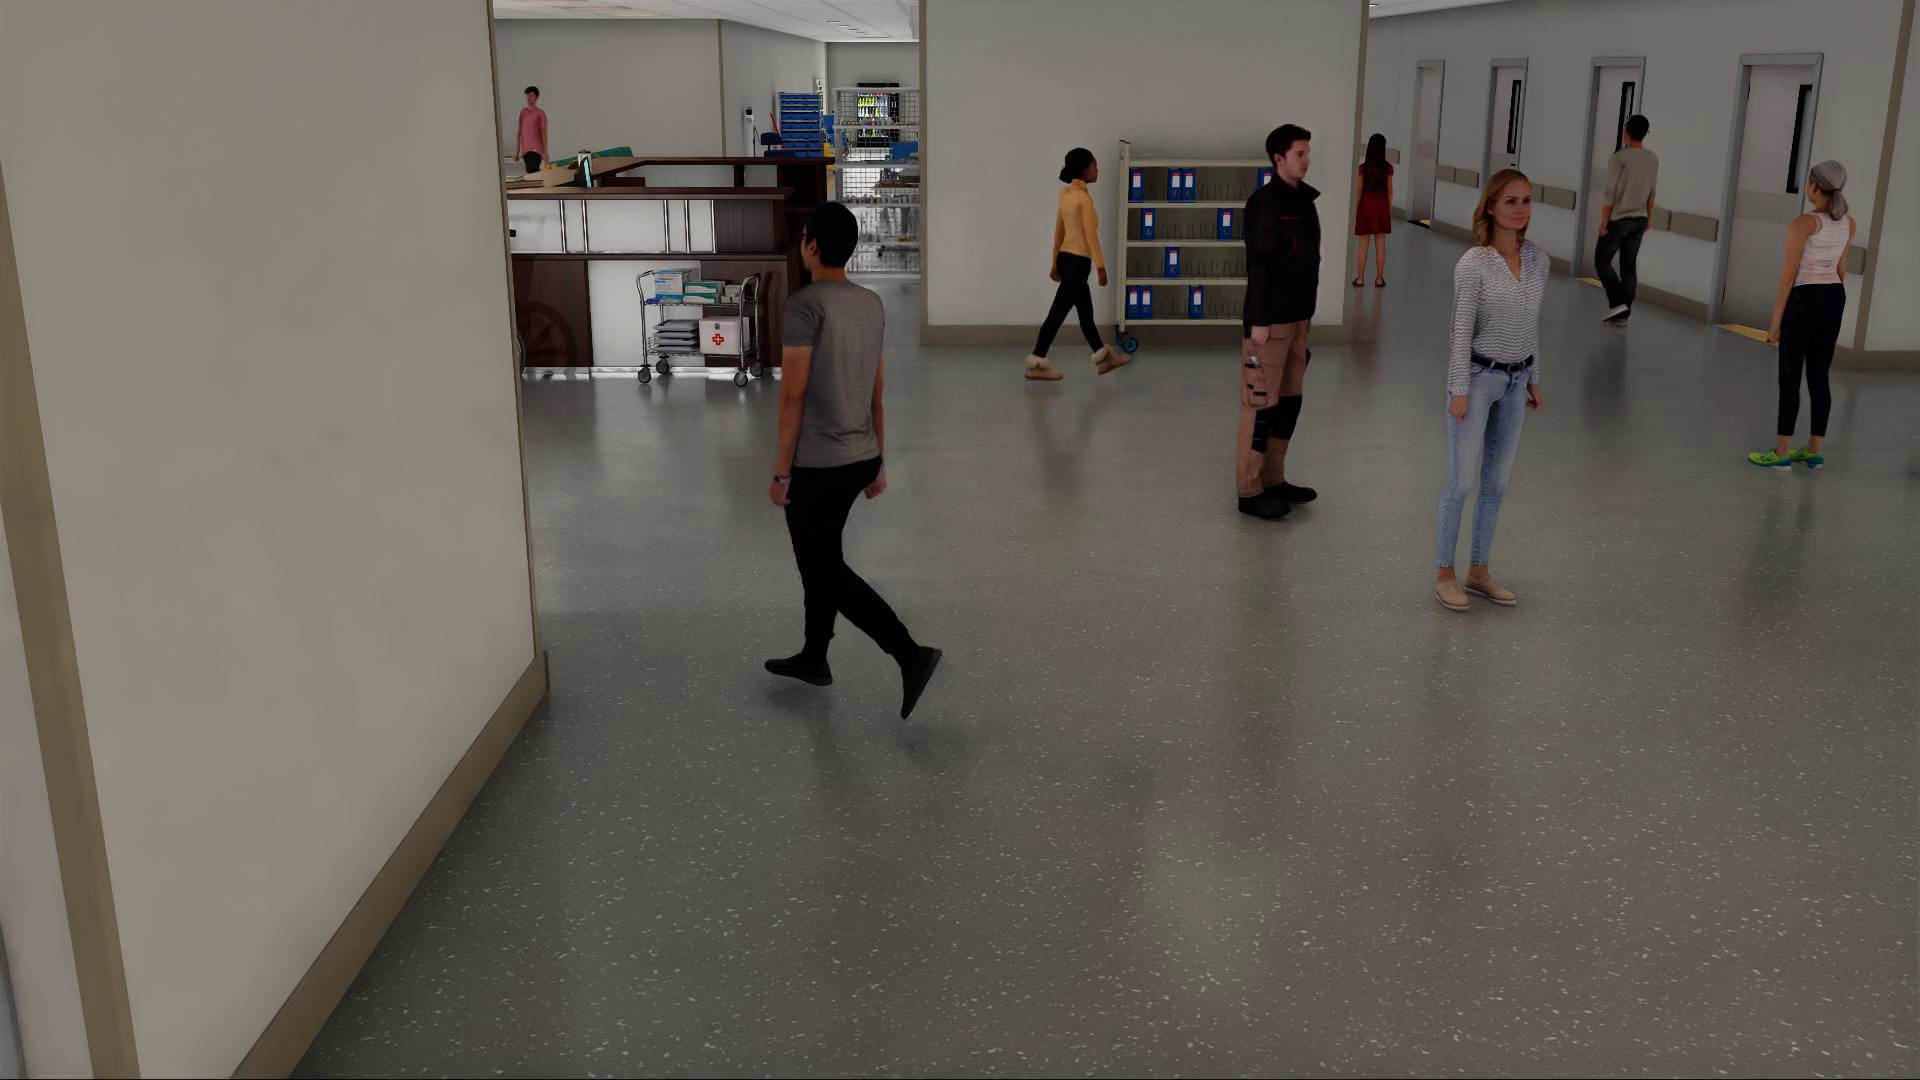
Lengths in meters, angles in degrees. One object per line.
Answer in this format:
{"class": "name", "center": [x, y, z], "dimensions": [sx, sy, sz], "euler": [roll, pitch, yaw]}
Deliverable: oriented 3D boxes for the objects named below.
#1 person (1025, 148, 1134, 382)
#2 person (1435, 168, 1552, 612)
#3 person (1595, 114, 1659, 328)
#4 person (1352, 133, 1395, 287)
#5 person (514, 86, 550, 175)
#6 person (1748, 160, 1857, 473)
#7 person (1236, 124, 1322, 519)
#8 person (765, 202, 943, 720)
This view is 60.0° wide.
{"class": "person", "center": [0.726, -1.899, 11.726], "dimensions": [1.165, 1.614, 0.837], "euler": [-5, 17, -17]}
{"class": "person", "center": [2.175, -0.610, 6.819], "dimensions": [0.555, 1.796, 0.710], "euler": [-6, 17, -20]}
{"class": "person", "center": [5.803, -2.740, 14.362], "dimensions": [0.649, 1.803, 0.796], "euler": [-3, 16, -12]}
{"class": "person", "center": [4.289, -3.426, 17.255], "dimensions": [0.577, 1.553, 0.635], "euler": [2, 16, 9]}
{"class": "person", "center": [-6.260, -5.711, 24.695], "dimensions": [1.272, 1.914, 1.162], "euler": [11, 19, 33]}
{"class": "person", "center": [4.732, -1.239, 9.224], "dimensions": [0.575, 1.702, 0.717], "euler": [-5, 17, -18]}
{"class": "person", "center": [1.585, -1.094, 8.299], "dimensions": [0.819, 1.924, 0.798], "euler": [10, 19, 31]}
{"class": "person", "center": [-0.378, -0.240, 5.645], "dimensions": [1.150, 1.722, 0.939], "euler": [9, 18, 29]}
